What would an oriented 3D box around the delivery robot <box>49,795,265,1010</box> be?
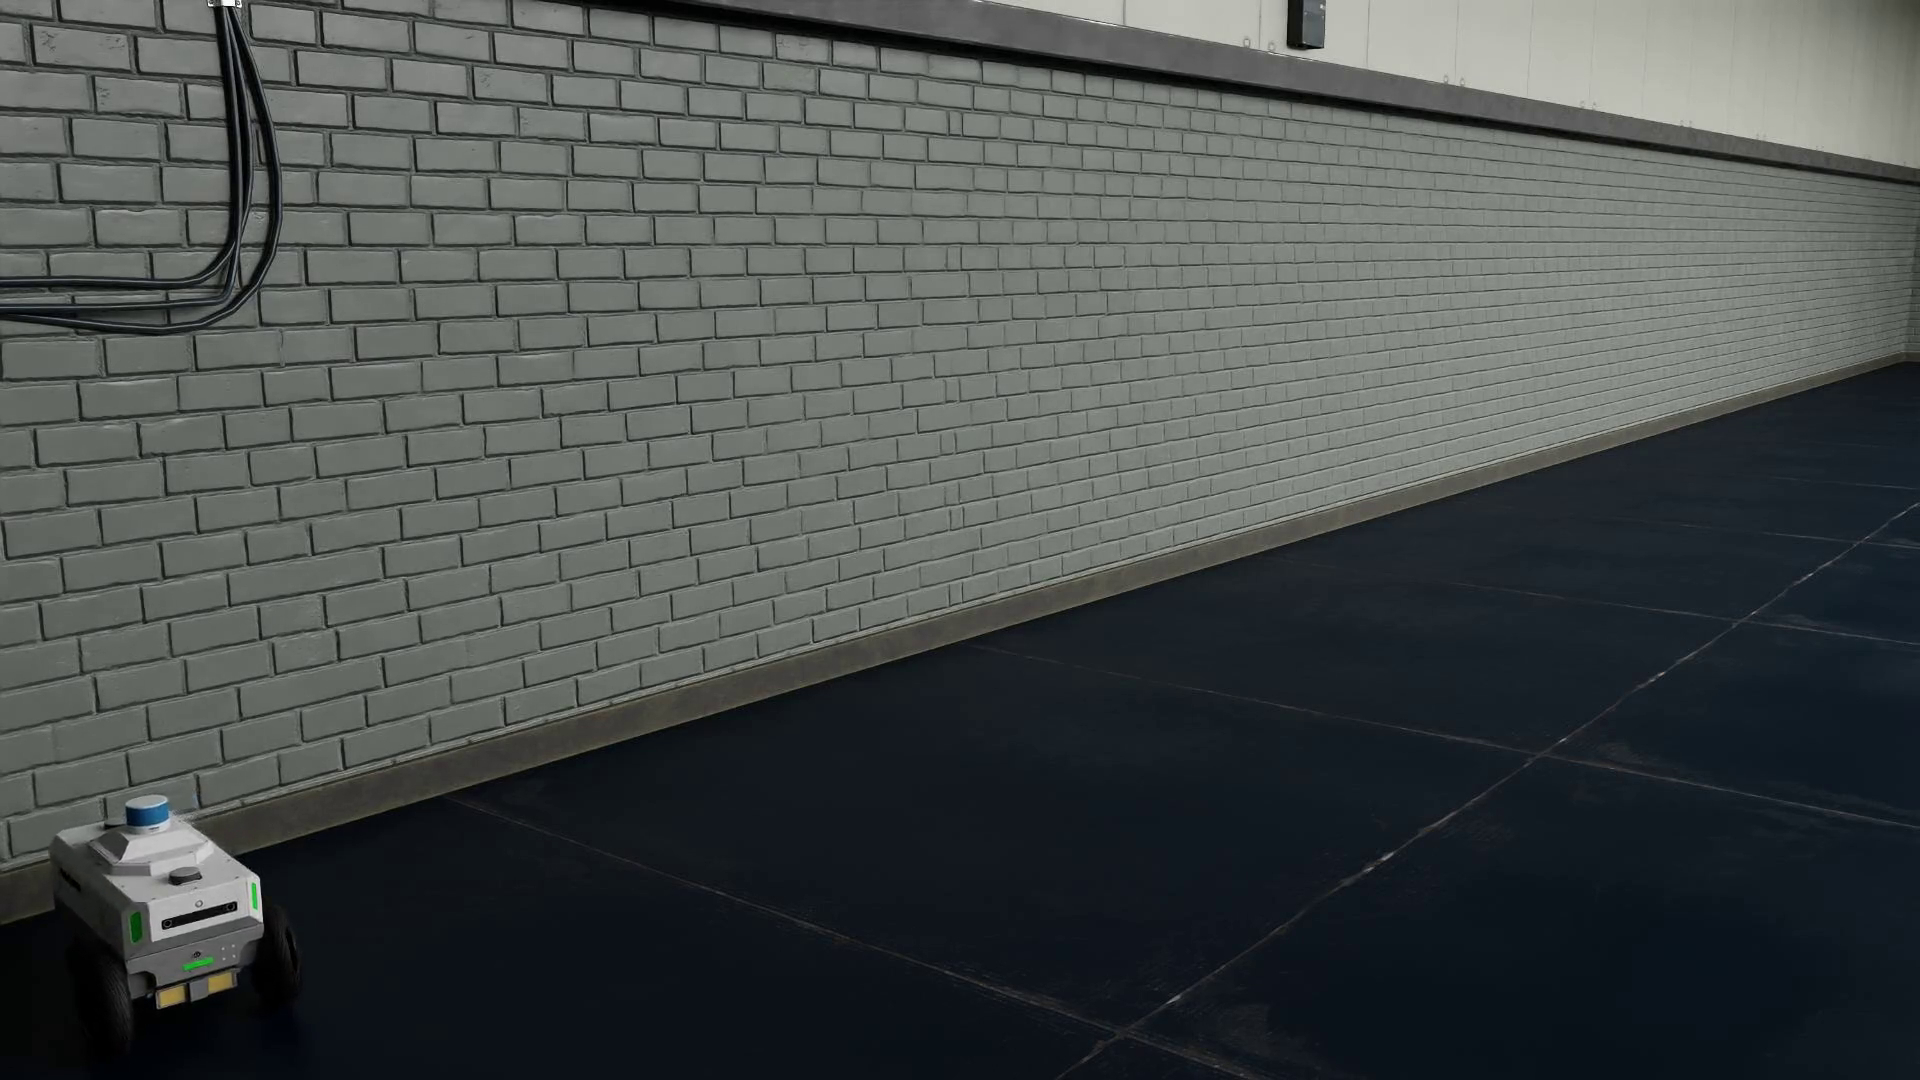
[{"bbox_3d":[-2.133,0.919,4.397,0.477,0.478,0.707,-9,14,-42],"label":"delivery robot"}]
